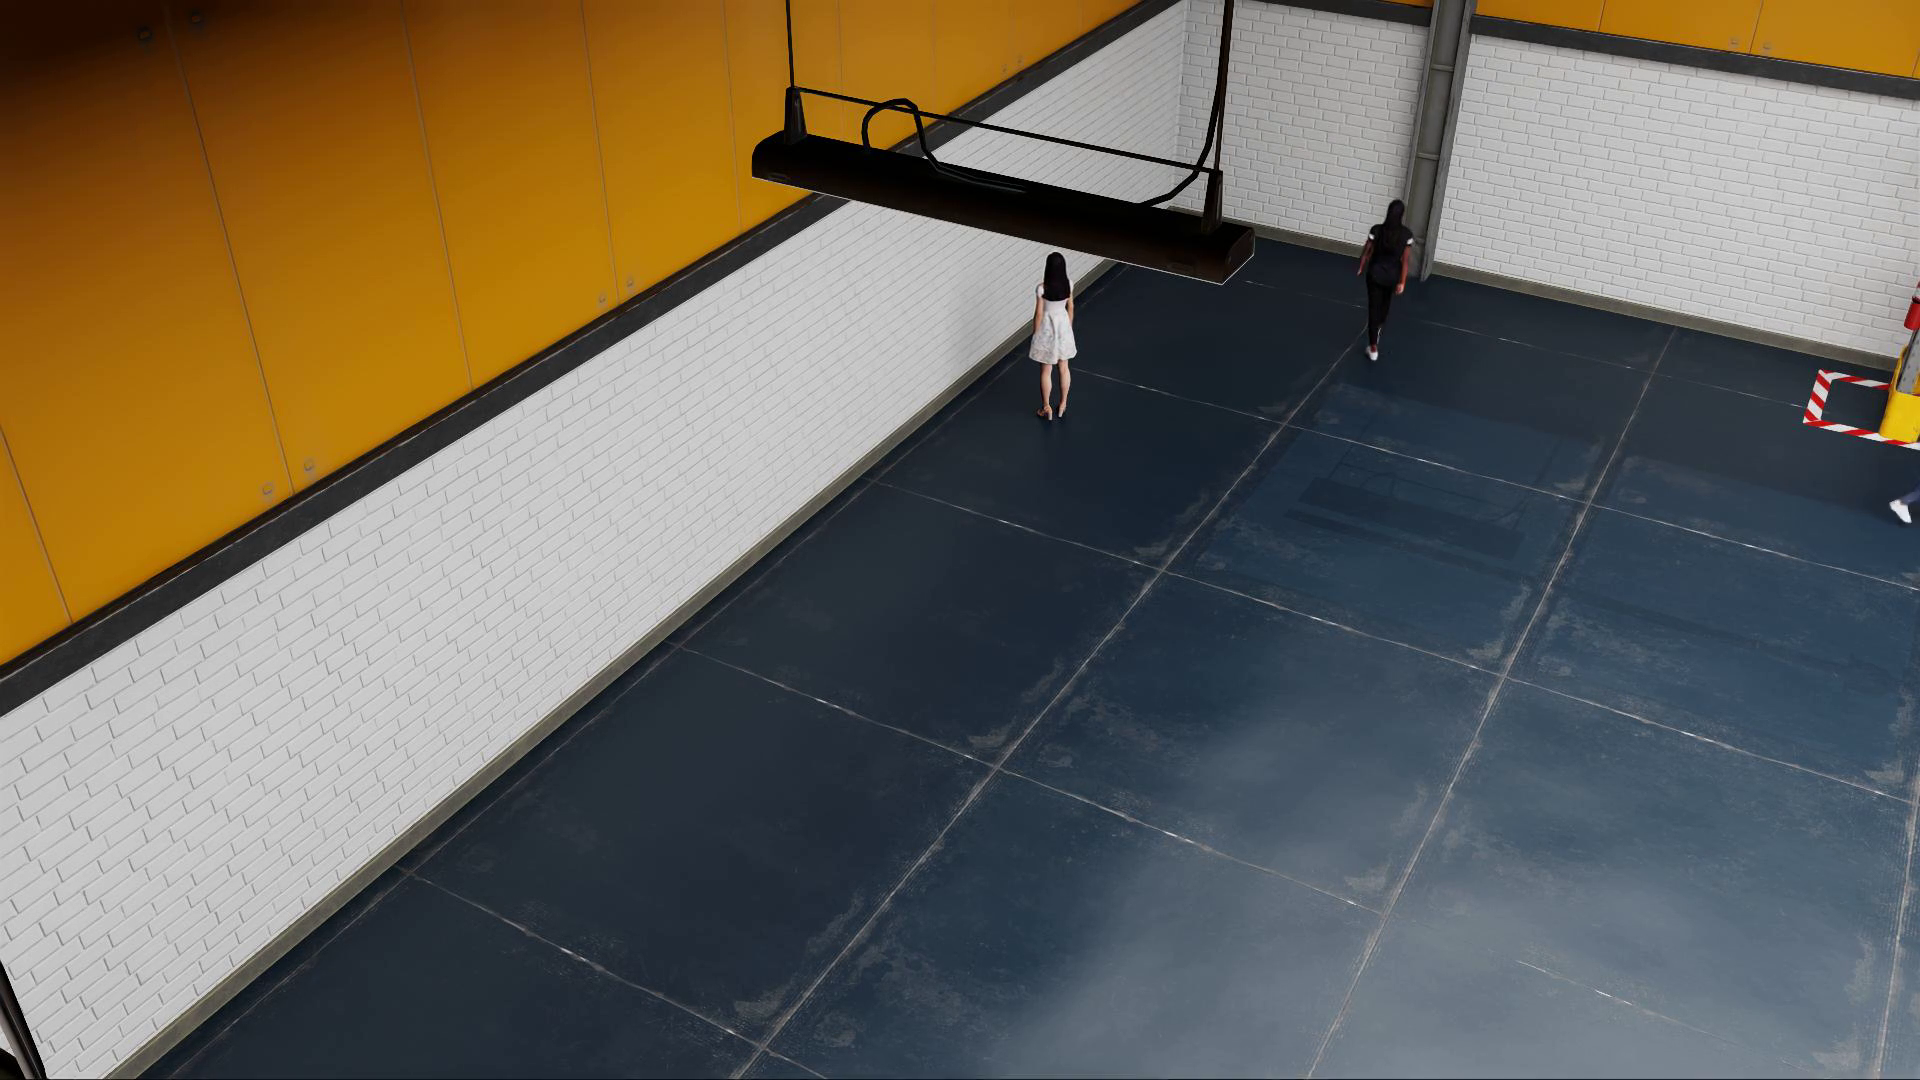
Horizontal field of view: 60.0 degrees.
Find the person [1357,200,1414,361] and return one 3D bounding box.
[{"bbox_3d":[4.483,-2.718,17.571,1.079,1.701,0.983,2,34,3],"label":"person"}]

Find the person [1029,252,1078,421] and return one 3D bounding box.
[{"bbox_3d":[0.925,-2.021,16.456,0.775,1.774,0.827,-11,35,-16],"label":"person"}]
